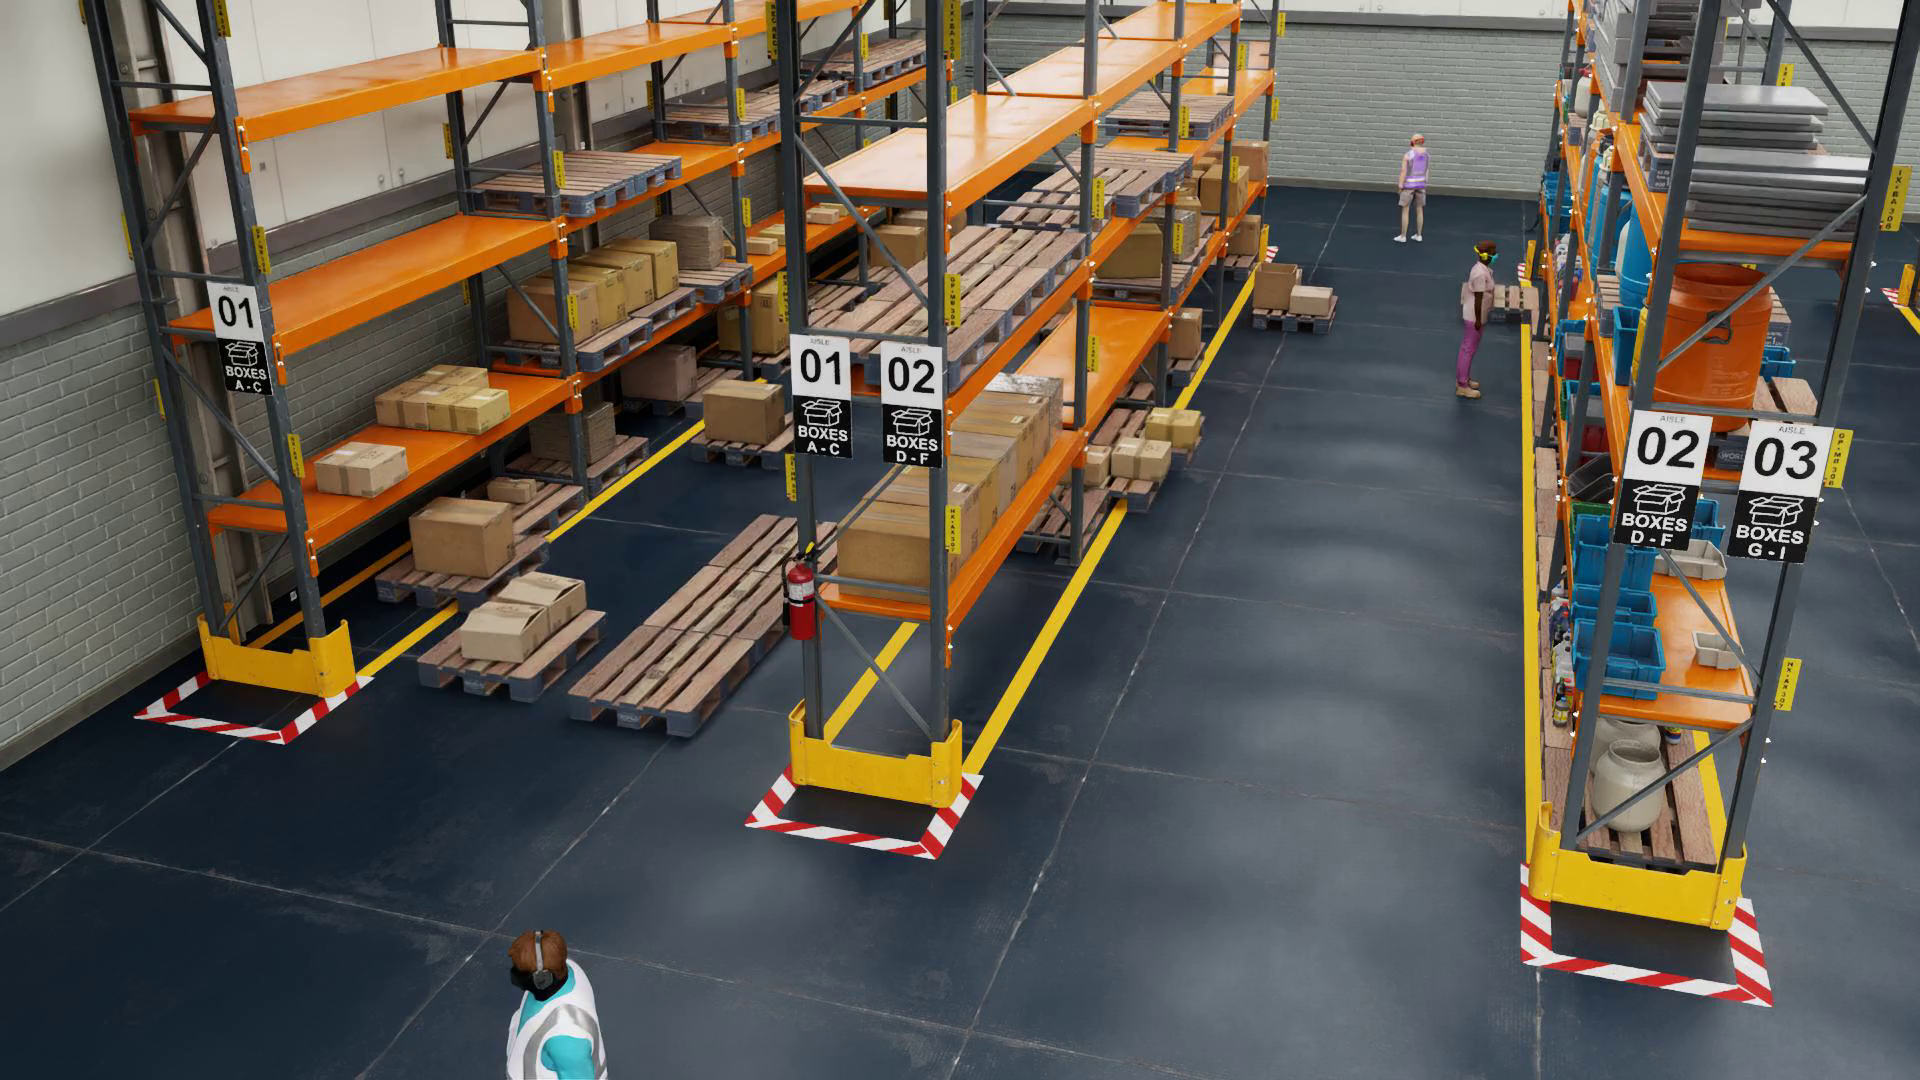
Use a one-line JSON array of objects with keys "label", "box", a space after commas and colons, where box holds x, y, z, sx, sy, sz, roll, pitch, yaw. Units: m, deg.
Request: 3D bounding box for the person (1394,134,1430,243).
[{"label": "person", "box": [7.142, -5.544, 26.240, 0.490, 1.687, 0.350, -7, 24, -15]}]

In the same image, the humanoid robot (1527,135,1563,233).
[{"label": "humanoid robot", "box": [9.513, -5.660, 26.592, 0.608, 1.619, 0.815, -19, 30, -37]}]

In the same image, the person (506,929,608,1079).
[{"label": "person", "box": [-1.773, 2.505, 7.380, 0.429, 1.841, 0.632, -8, 25, -18]}]

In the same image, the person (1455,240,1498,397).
[{"label": "person", "box": [5.963, -2.566, 19.188, 0.329, 1.800, 0.535, 6, 24, 14]}]
